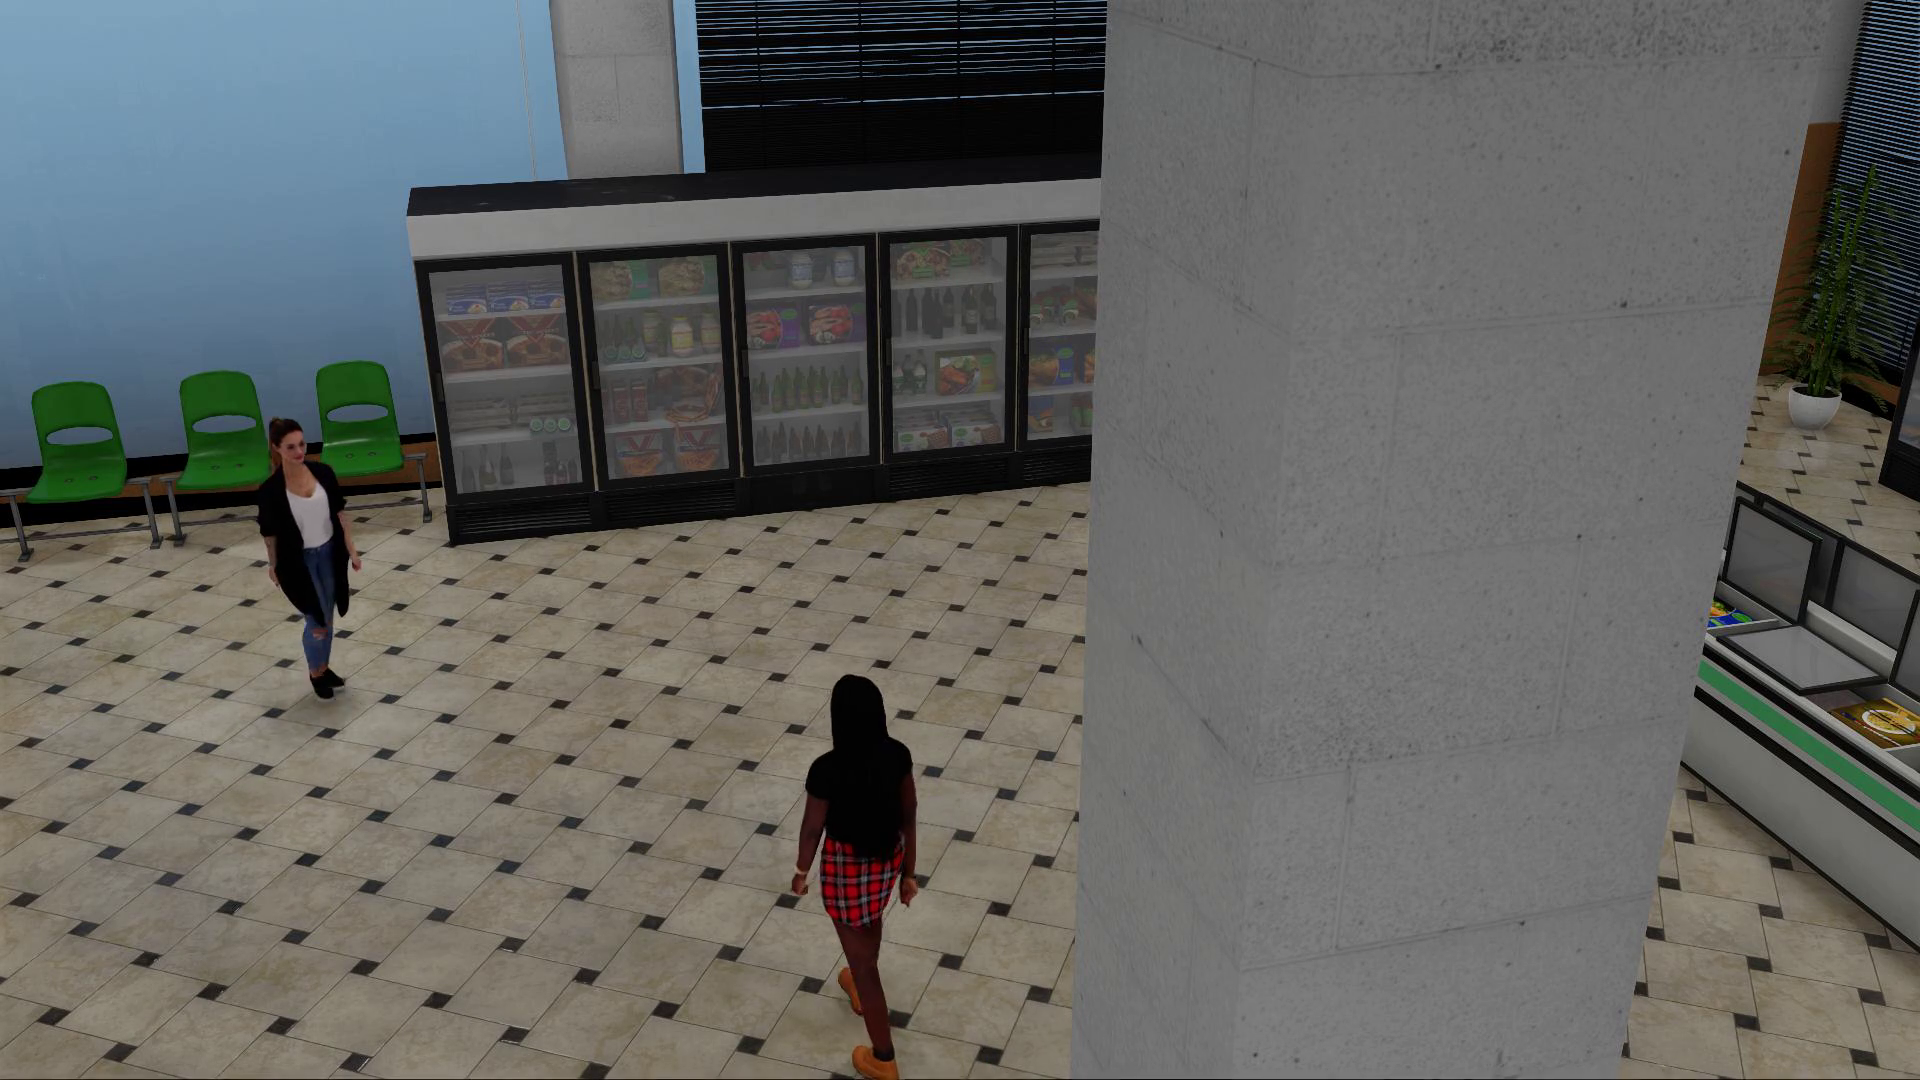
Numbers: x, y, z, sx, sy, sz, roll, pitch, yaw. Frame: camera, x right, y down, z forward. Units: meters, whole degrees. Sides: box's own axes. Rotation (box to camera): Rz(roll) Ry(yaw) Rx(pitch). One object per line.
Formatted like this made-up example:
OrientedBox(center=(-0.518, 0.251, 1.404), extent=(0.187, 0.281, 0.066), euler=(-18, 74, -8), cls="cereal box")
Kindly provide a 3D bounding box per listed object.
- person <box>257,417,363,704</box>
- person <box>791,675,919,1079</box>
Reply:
OrientedBox(center=(-3.696, 0.090, 9.315), extent=(0.868, 1.669, 0.806), euler=(17, 29, 33), cls="person")
OrientedBox(center=(-0.322, 1.355, 6.384), extent=(0.834, 1.701, 1.009), euler=(-19, 30, -37), cls="person")
